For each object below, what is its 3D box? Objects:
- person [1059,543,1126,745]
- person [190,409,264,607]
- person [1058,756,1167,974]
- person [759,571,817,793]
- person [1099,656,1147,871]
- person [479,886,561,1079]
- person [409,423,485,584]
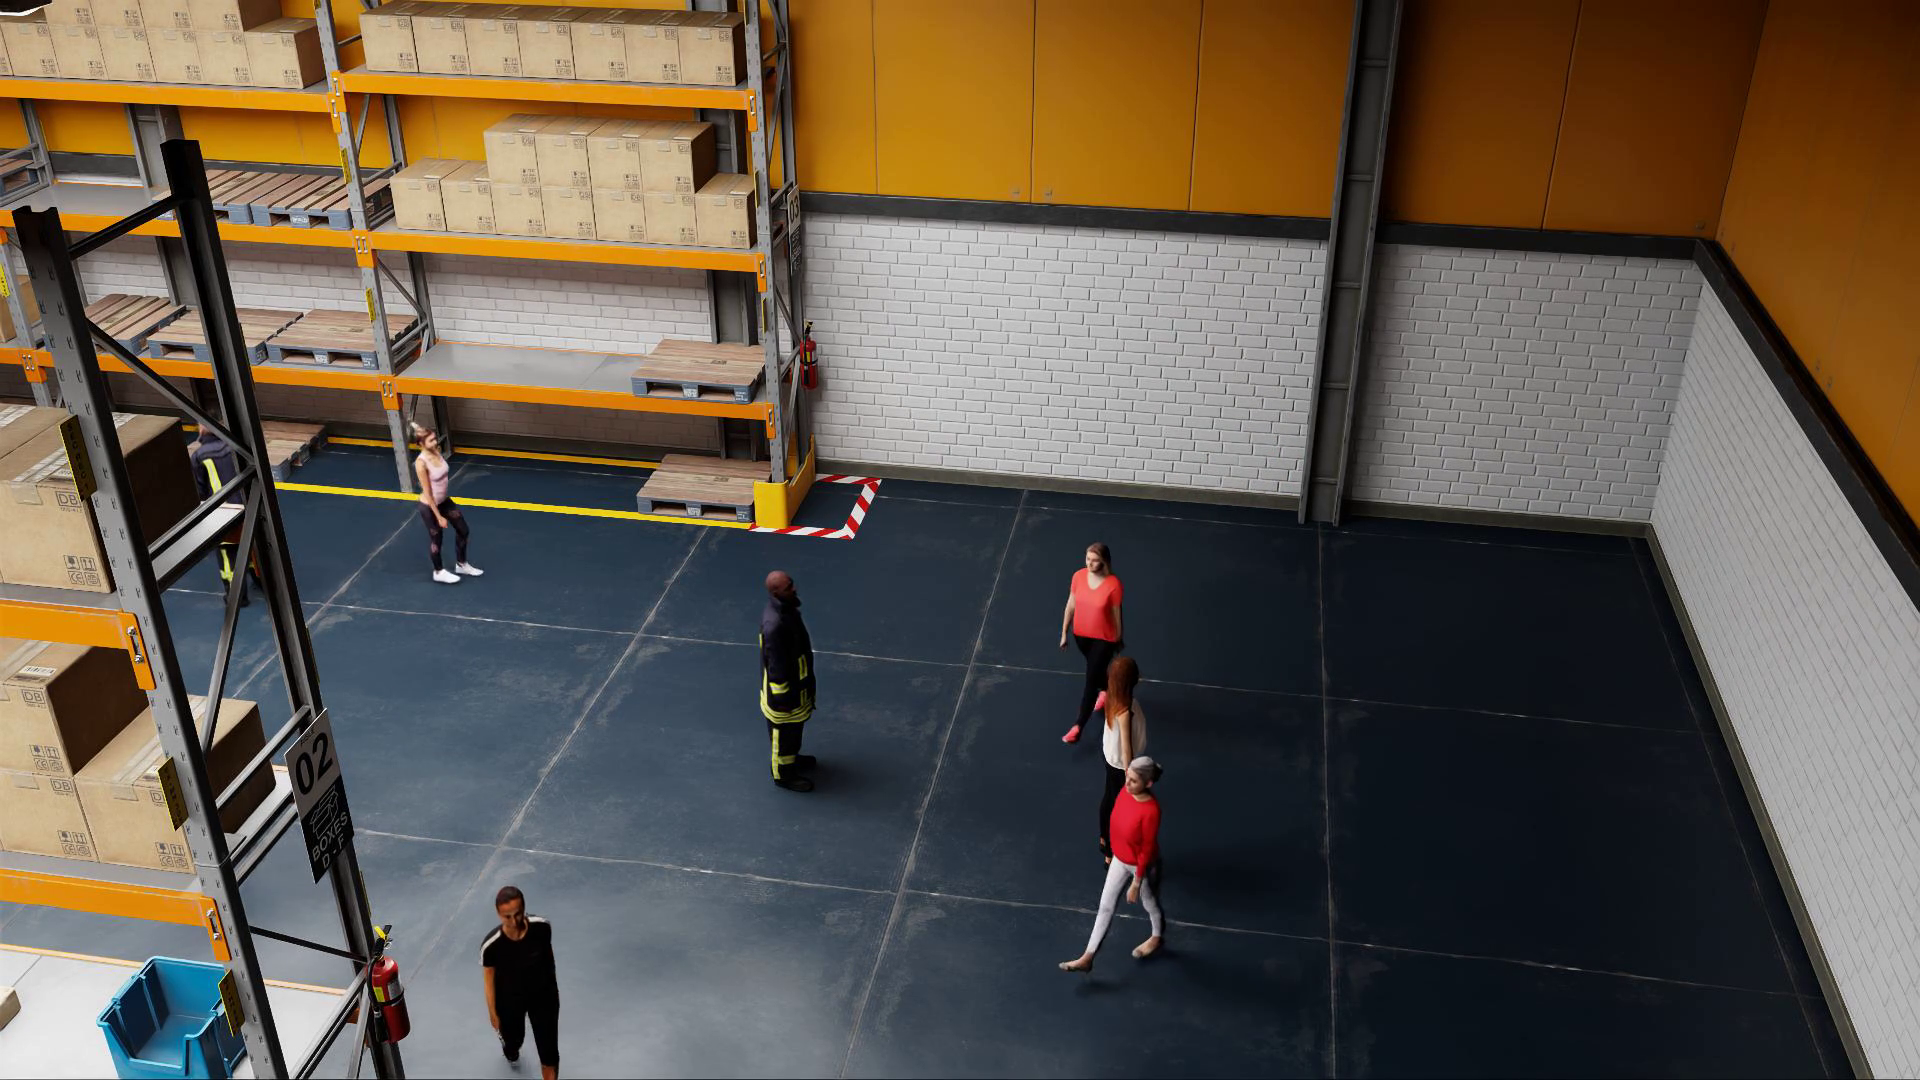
[{"bbox_3d":[1.122,0.752,13.243,1.152,1.640,0.995,19,34,30],"label":"person"},{"bbox_3d":[-6.559,-0.303,14.960,0.849,1.847,0.859,18,33,29],"label":"person"},{"bbox_3d":[1.221,2.088,10.776,1.096,1.657,1.006,-16,33,-27],"label":"person"},{"bbox_3d":[-1.323,1.029,12.545,0.690,1.823,0.766,2,29,3],"label":"person"},{"bbox_3d":[1.118,1.558,11.679,0.586,1.723,0.625,-3,29,-5],"label":"person"},{"bbox_3d":[-2.584,2.640,9.778,1.016,1.643,1.037,-16,32,-26],"label":"person"},{"bbox_3d":[-4.872,-0.333,15.237,0.683,1.636,0.604,7,29,12],"label":"person"}]
